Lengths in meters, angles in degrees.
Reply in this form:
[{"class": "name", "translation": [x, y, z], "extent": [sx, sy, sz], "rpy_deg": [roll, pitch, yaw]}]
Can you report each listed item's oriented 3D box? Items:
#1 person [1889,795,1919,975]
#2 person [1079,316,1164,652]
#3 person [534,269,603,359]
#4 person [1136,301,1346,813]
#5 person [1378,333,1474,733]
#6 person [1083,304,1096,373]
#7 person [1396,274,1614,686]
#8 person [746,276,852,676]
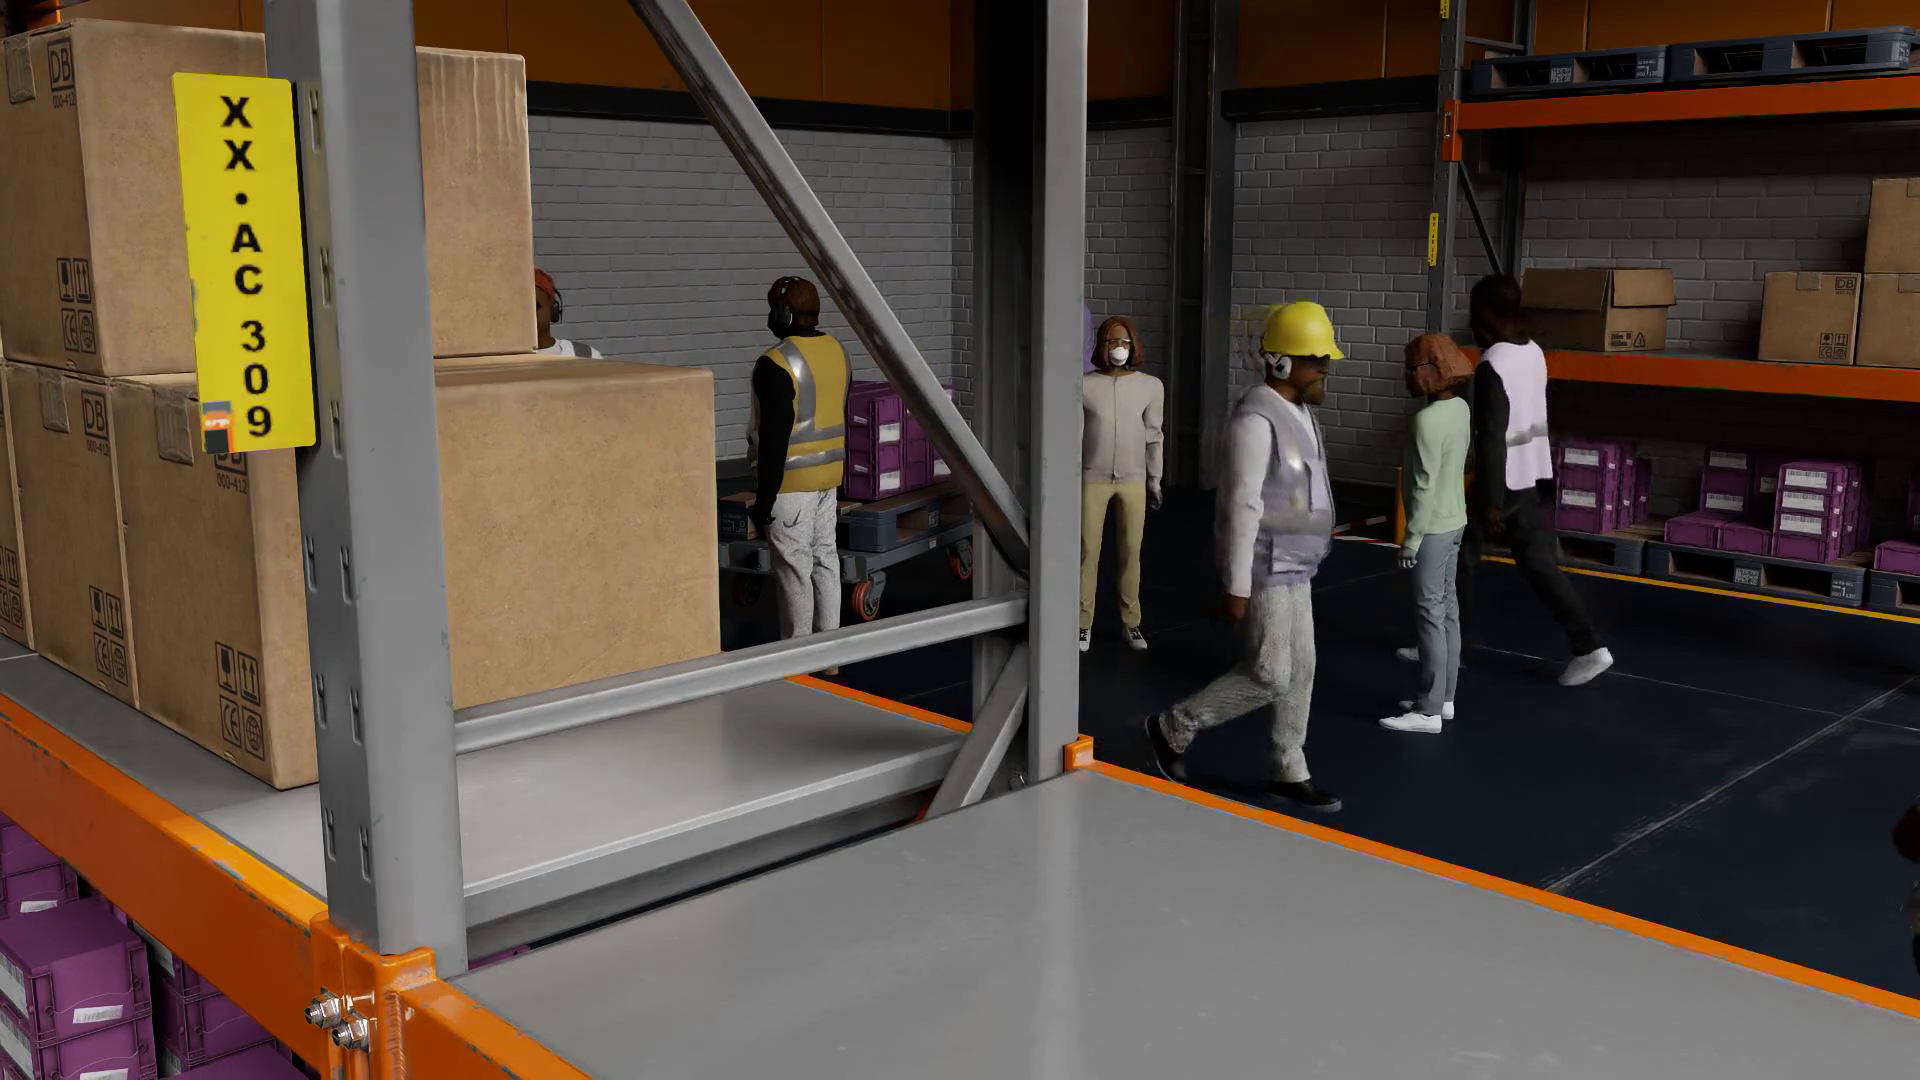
[{"class": "person", "translation": [2.113, 0.504, 3.175], "extent": [0.575, 1.901, 0.528], "rpy_deg": [-1, 10, -8]}, {"class": "person", "translation": [0.746, -0.268, 8.109], "extent": [0.500, 1.636, 0.280], "rpy_deg": [-1, 10, -5]}, {"class": "person", "translation": [-1.754, -0.184, 6.976], "extent": [0.577, 1.882, 0.349], "rpy_deg": [-2, 11, -11]}, {"class": "person", "translation": [1.014, 0.069, 5.808], "extent": [0.612, 1.806, 0.623], "rpy_deg": [5, 12, 26]}, {"class": "person", "translation": [1.923, -0.027, 6.807], "extent": [0.289, 1.633, 0.497], "rpy_deg": [6, 12, 31]}, {"class": "person", "translation": [0.702, -0.960, 11.145], "extent": [0.409, 1.905, 0.652], "rpy_deg": [-7, 13, -35]}, {"class": "person", "translation": [2.513, -0.269, 7.523], "extent": [0.996, 1.859, 0.643], "rpy_deg": [9, 14, 41]}, {"class": "person", "translation": [-0.739, -0.253, 7.467], "extent": [0.429, 1.844, 0.627], "rpy_deg": [5, 11, 25]}]
